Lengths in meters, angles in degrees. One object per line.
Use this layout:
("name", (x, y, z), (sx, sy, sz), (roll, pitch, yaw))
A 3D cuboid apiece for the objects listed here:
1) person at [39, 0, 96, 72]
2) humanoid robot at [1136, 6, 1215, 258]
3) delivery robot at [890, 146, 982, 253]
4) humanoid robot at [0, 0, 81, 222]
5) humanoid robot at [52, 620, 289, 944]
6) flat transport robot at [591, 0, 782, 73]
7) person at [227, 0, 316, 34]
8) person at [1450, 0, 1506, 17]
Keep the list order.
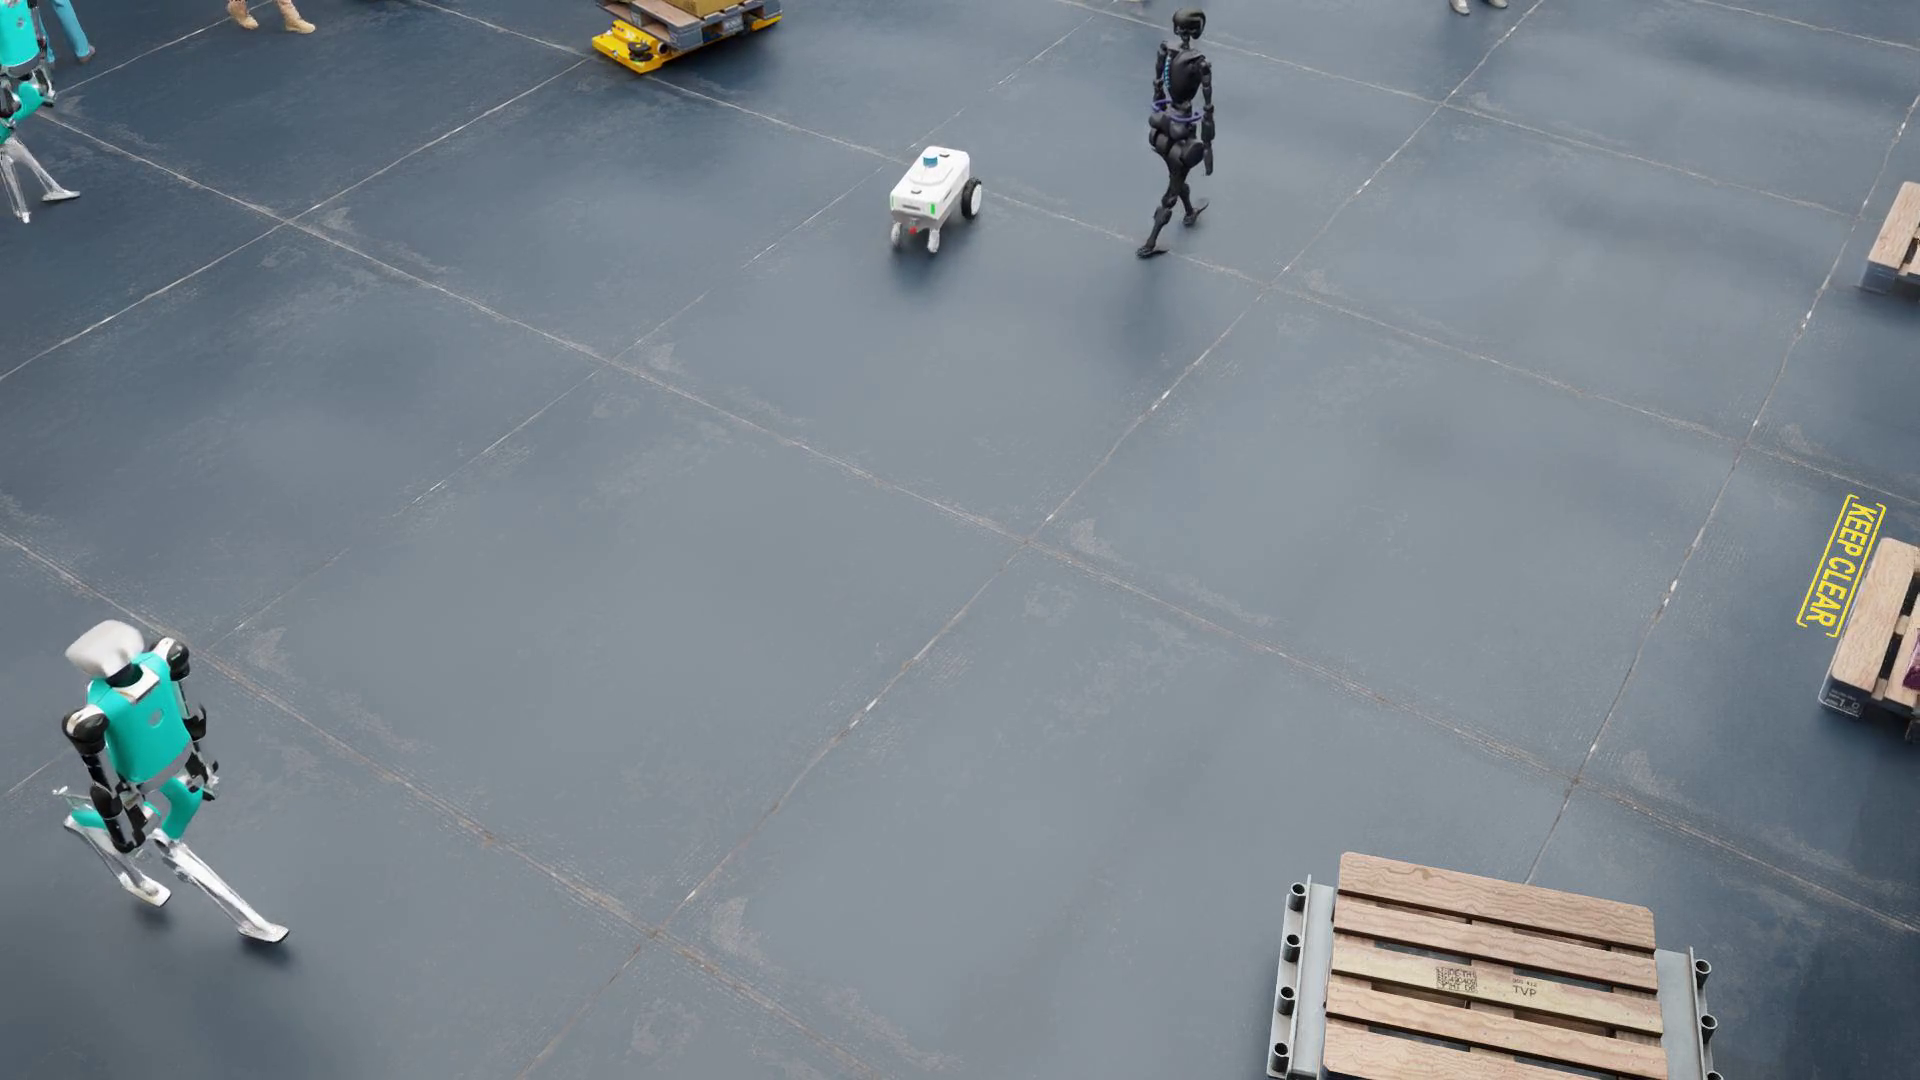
("person", (-7.095, -4.461, 12.589), (0.568, 1.842, 0.373), (-17, 45, -18))
("humanoid robot", (1.460, -2.651, 10.709), (0.734, 1.626, 0.590), (-25, 47, -25))
("delivery robot", (-0.194, -2.335, 11.169), (0.499, 0.584, 0.783), (14, 44, 15))
("humanoid robot", (-6.308, -2.958, 10.990), (0.771, 1.789, 0.540), (11, 43, 12))
("humanoid robot", (-3.308, 0.964, 6.626), (1.037, 1.754, 0.550), (16, 44, 17))
("flat transport robot", (-2.203, -4.175, 13.451), (1.431, 0.231, 0.659), (-33, 51, -31))
("person", (-5.607, -4.810, 13.064), (0.633, 1.727, 0.502), (10, 43, 11))
("person", (4.347, -5.209, 13.360), (0.558, 1.935, 0.446), (-14, 44, -15))
